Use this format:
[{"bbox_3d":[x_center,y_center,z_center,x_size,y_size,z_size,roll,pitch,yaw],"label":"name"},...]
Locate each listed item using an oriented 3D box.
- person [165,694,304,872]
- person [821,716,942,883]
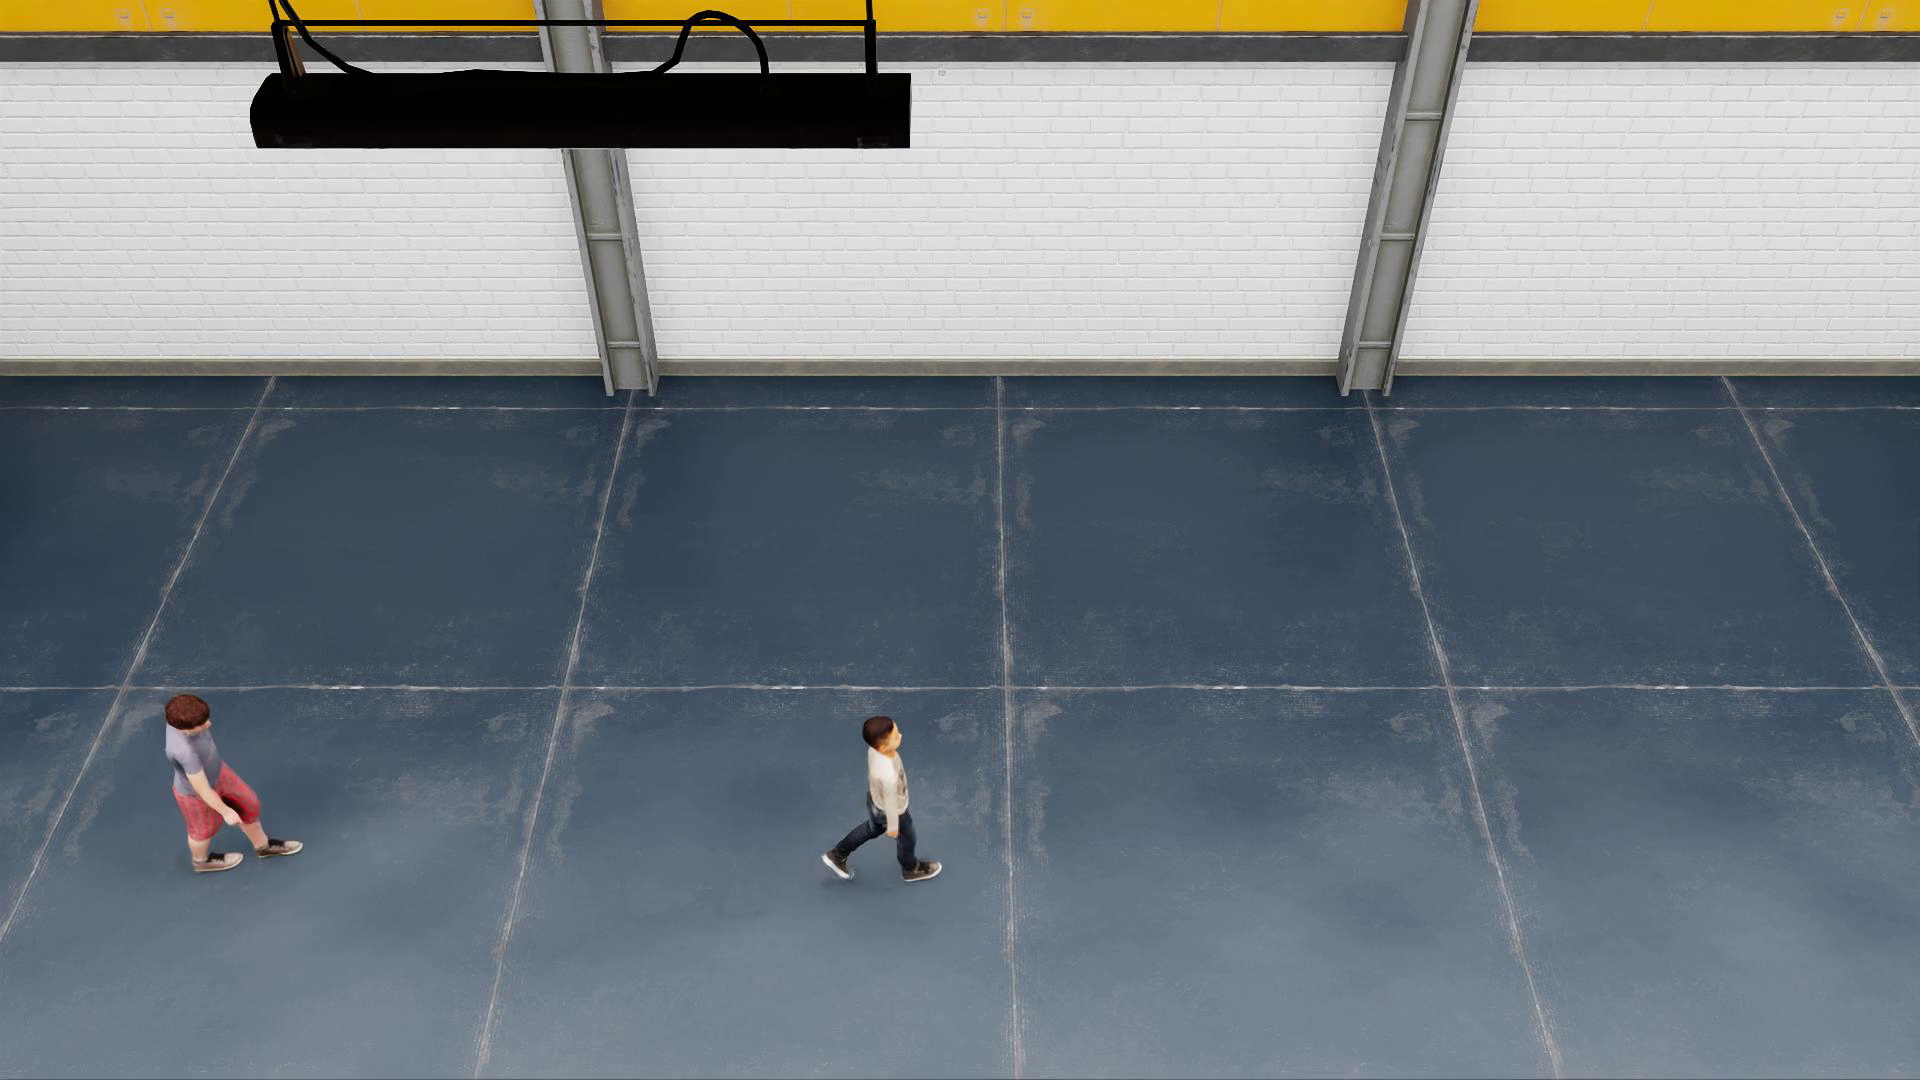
[{"bbox_3d":[-4.465,1.430,9.672,0.917,1.603,0.696,-11,45,-12],"label":"person"},{"bbox_3d":[-0.488,1.542,9.670,0.987,1.445,0.694,-10,44,-10],"label":"person"}]
